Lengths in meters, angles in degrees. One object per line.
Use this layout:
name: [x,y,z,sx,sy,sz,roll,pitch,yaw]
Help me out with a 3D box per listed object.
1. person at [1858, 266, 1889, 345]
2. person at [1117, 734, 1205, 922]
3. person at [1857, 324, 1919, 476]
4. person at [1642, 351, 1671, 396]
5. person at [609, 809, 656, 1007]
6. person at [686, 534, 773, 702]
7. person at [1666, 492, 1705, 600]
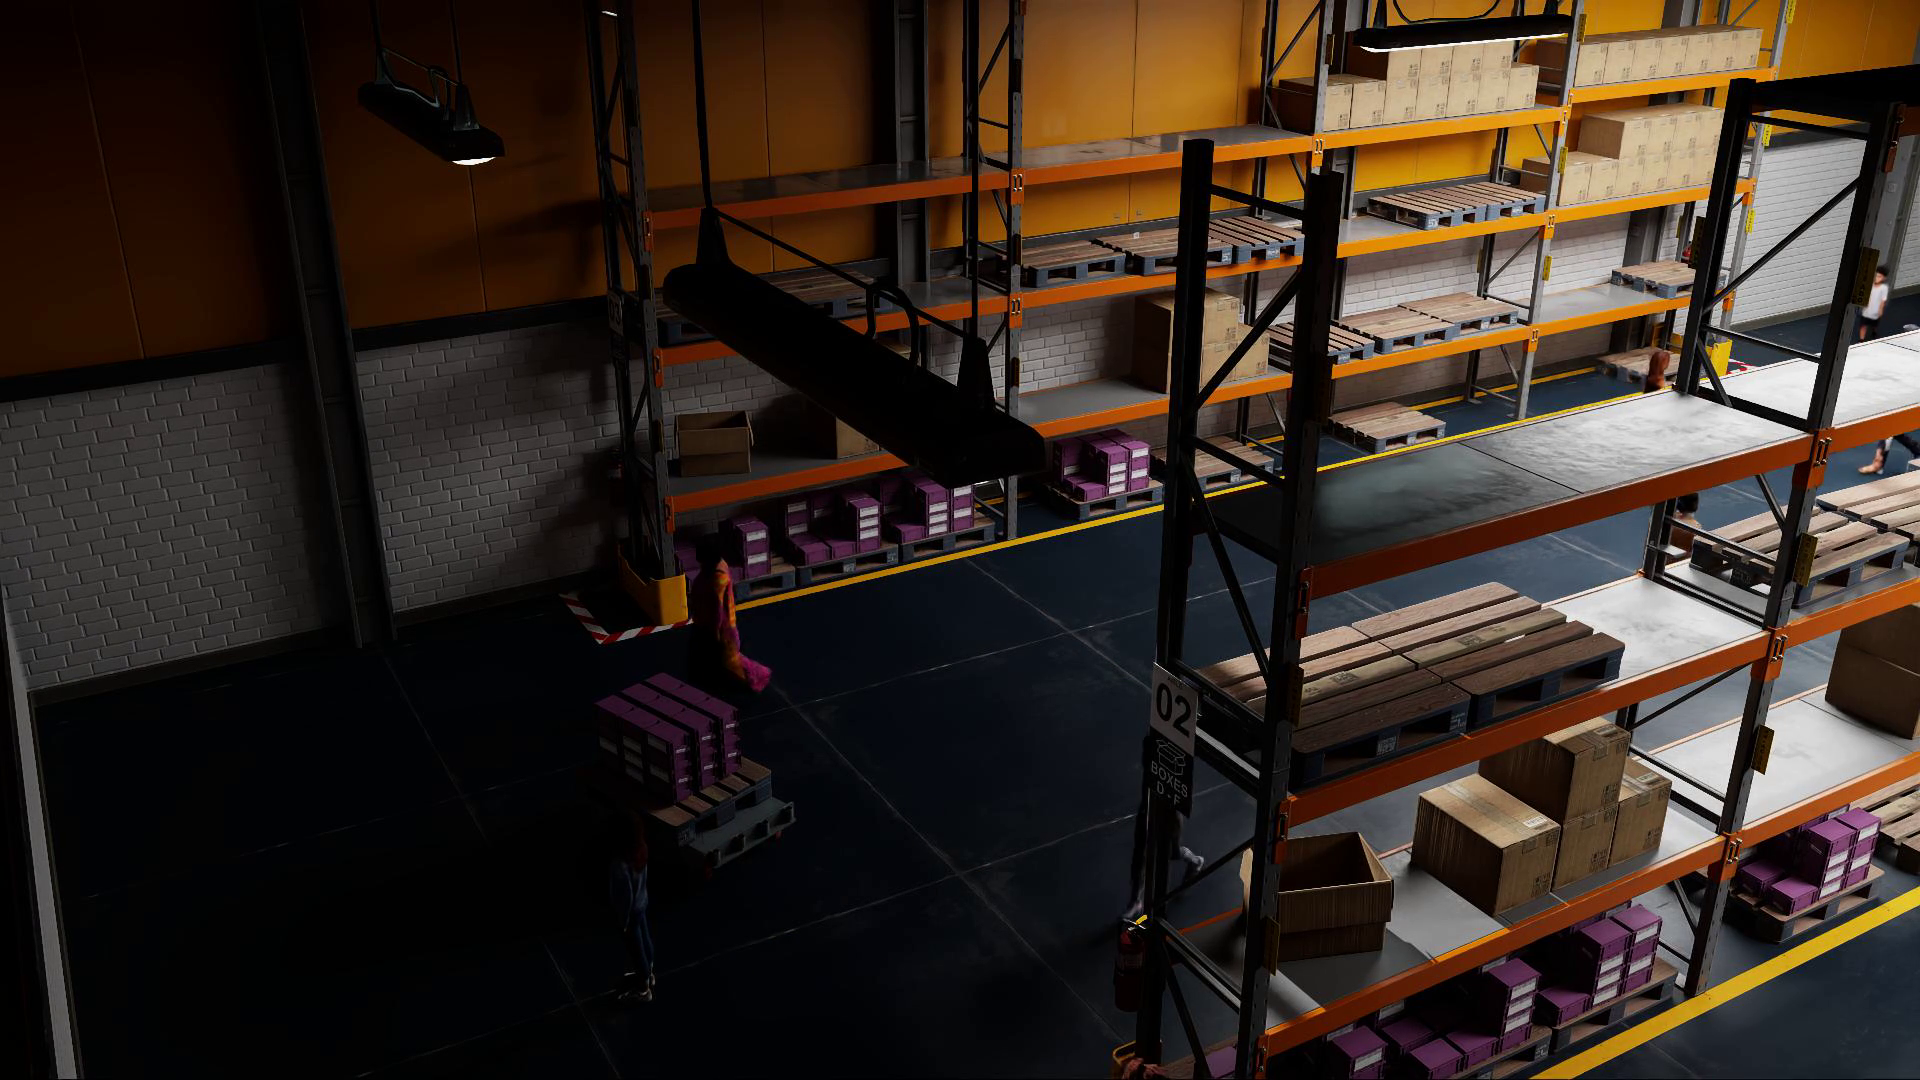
person: [13.727,-3.504,24.996,0.603,1.249,0.790,22,32,40]
person: [1.515,1.935,12.021,1.150,1.676,0.748,-21,31,-40]
person: [11.375,-1.666,20.012,1.095,1.873,1.056,7,25,16]
person: [7.886,-1.271,19.200,1.204,1.800,0.911,-2,24,-4]
person: [-2.191,2.435,11.126,0.663,1.477,0.642,2,24,4]
person: [-2.126,0.704,14.846,1.119,1.669,0.829,-5,24,-12]
person: [6.599,0.365,15.555,1.039,1.722,0.682,-15,28,-30]
